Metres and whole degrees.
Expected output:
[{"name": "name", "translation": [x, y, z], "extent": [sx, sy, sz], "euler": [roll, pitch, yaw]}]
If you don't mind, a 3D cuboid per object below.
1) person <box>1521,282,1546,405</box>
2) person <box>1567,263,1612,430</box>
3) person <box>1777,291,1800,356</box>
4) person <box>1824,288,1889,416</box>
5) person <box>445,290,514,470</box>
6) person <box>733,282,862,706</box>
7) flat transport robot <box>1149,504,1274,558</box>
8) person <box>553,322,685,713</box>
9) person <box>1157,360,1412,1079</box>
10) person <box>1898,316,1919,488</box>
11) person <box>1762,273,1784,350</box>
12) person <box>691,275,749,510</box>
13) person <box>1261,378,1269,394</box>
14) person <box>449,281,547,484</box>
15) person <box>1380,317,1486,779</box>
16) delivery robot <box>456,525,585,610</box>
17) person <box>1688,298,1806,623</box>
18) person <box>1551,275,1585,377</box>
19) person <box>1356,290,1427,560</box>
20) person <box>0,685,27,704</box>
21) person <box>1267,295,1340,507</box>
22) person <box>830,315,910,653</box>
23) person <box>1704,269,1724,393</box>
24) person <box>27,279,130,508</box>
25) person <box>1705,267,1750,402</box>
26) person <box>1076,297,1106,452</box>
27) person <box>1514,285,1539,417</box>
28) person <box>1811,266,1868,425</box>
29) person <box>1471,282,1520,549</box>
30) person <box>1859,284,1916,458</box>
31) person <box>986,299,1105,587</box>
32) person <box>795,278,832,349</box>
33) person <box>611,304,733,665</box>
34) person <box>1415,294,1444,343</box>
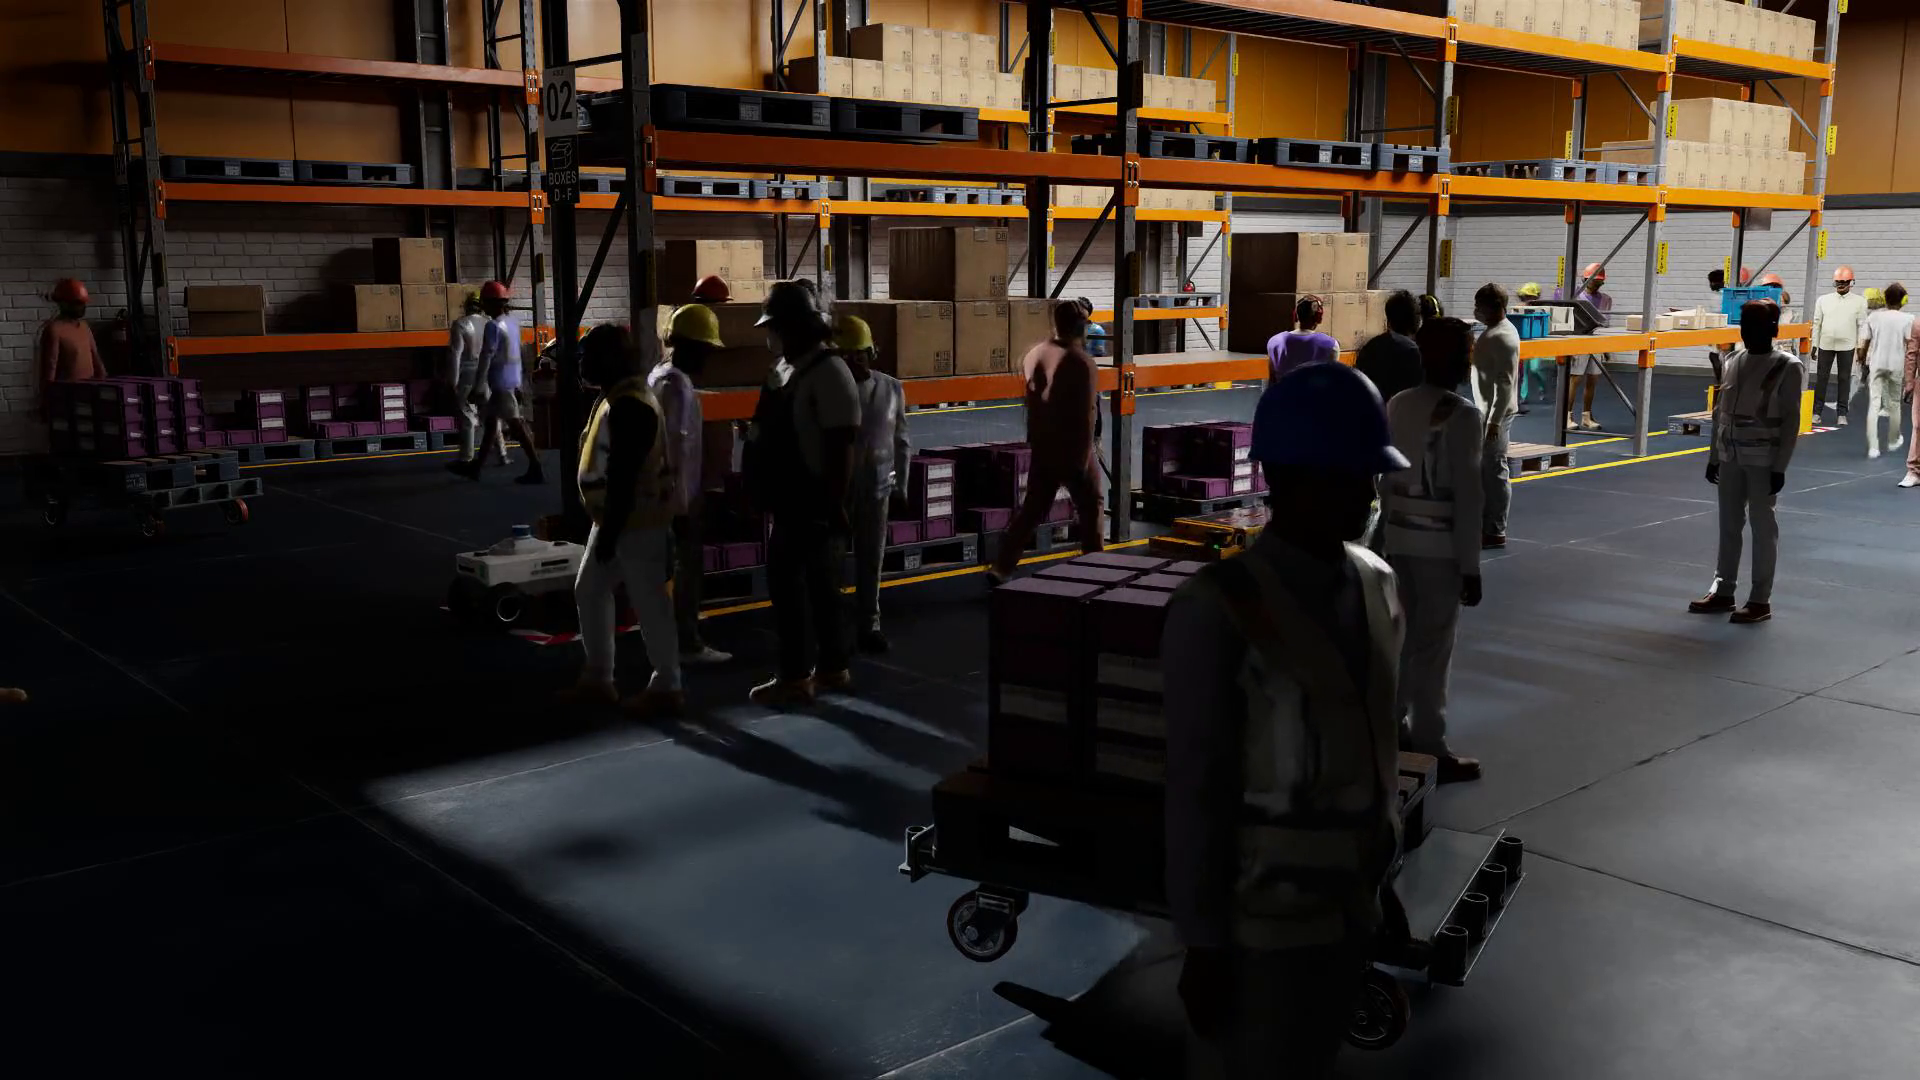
[{"name": "person", "translation": [8.164, -2.799, 23.752], "extent": [0.445, 1.753, 0.538], "euler": [-9, 13, -41]}, {"name": "person", "translation": [7.700, -2.360, 20.358], "extent": [0.613, 2.039, 0.393], "euler": [-2, 10, -14]}, {"name": "person", "translation": [11.440, -2.657, 23.276], "extent": [0.515, 1.636, 0.315], "euler": [3, 10, 19]}, {"name": "person", "translation": [12.050, -2.498, 22.145], "extent": [0.891, 1.688, 0.499], "euler": [4, 11, 24]}, {"name": "person", "translation": [-4.839, -1.591, 16.624], "extent": [0.443, 1.782, 0.702], "euler": [5, 11, 25]}, {"name": "person", "translation": [-0.844, -0.245, 7.972], "extent": [0.753, 2.000, 0.697], "euler": [-5, 11, -25]}, {"name": "flat transport robot", "translation": [2.096, -0.075, 12.154], "extent": [1.431, 0.197, 0.652], "euler": [-9, 13, -42]}, {"name": "person", "translation": [-1.621, -0.079, 7.645], "extent": [0.718, 1.816, 0.642], "euler": [-4, 10, -22]}, {"name": "person", "translation": [0.603, 0.648, 3.020], "extent": [0.612, 1.946, 0.399], "euler": [-9, 13, -43]}, {"name": "person", "translation": [8.925, -1.399, 15.122], "extent": [0.652, 1.906, 0.403], "euler": [8, 13, 41]}, {"name": "person", "translation": [10.534, -2.521, 21.717], "extent": [0.607, 1.893, 0.581], "euler": [-1, 10, -8]}, {"name": "person", "translation": [-1.755, -0.893, 11.918], "extent": [0.418, 1.993, 0.619], "euler": [-8, 13, -40]}, {"name": "person", "translation": [3.562, -1.998, 18.535], "extent": [0.635, 1.937, 0.353], "euler": [6, 11, 30]}, {"name": "person", "translation": [-4.329, -1.457, 15.527], "extent": [0.982, 1.885, 0.568], "euler": [1, 10, 4]}, {"name": "person", "translation": [1.924, 0.036, 6.804], "extent": [0.349, 1.879, 0.608], "euler": [-3, 10, -18]}, {"name": "delivery robot", "translation": [-2.554, 0.154, 9.706], "extent": [0.707, 0.478, 0.477], "euler": [-9, 13, -43]}, {"name": "person", "translation": [4.605, -0.464, 9.714], "extent": [0.355, 1.885, 0.575], "euler": [-4, 10, -22]}, {"name": "person", "translation": [10.686, -3.821, 29.214], "extent": [0.548, 1.937, 0.358], "euler": [4, 11, 24]}, {"name": "person", "translation": [2.648, -0.569, 10.294], "extent": [0.752, 1.931, 0.649], "euler": [-4, 10, -21]}, {"name": "person", "translation": [-4.785, -0.087, 7.719], "extent": [0.594, 1.821, 0.629], "euler": [-2, 10, -12]}, {"name": "person", "translation": [2.566, -0.916, 12.510], "extent": [0.561, 1.836, 0.379], "euler": [6, 11, 31]}, {"name": "person", "translation": [-0.560, -0.277, 8.813], "extent": [0.617, 1.818, 0.405], "euler": [-4, 10, -22]}, {"name": "person", "translation": [11.919, -3.245, 25.932], "extent": [0.788, 1.929, 0.416], "euler": [-8, 13, -40]}, {"name": "person", "translation": [-7.483, -1.218, 14.003], "extent": [1.023, 1.945, 0.614], "euler": [-1, 10, -6]}, {"name": "person", "translation": [11.288, -2.951, 24.053], "extent": [1.049, 1.968, 0.622], "euler": [-4, 10, -21]}, {"name": "person", "translation": [1.344, -1.782, 18.004], "extent": [0.530, 1.688, 0.324], "euler": [9, 13, 41]}, {"name": "person", "translation": [7.482, -2.516, 22.154], "extent": [0.532, 1.740, 0.626], "euler": [0, 10, 1]}, {"name": "person", "translation": [11.076, -2.448, 21.004], "extent": [0.608, 1.996, 0.380], "euler": [6, 11, 31]}, {"name": "person", "translation": [3.867, -0.900, 12.126], "extent": [0.373, 1.935, 0.628], "euler": [1, 10, 8]}, {"name": "person", "translation": [9.901, -1.805, 17.734], "extent": [0.555, 1.822, 0.941], "euler": [8, 12, 38]}, {"name": "person", "translation": [0.592, -0.558, 10.324], "extent": [0.943, 1.870, 0.646], "euler": [-8, 13, -40]}, {"name": "person", "translation": [-1.483, -1.522, 15.825], "extent": [0.587, 1.914, 0.391], "euler": [-1, 10, -8]}, {"name": "person", "translation": [-1.537, -0.255, 8.483], "extent": [0.709, 1.882, 0.654], "euler": [-3, 10, -15]}, {"name": "person", "translation": [3.068, -0.700, 11.126], "extent": [0.328, 1.876, 0.513], "euler": [-3, 10, -19]}]
